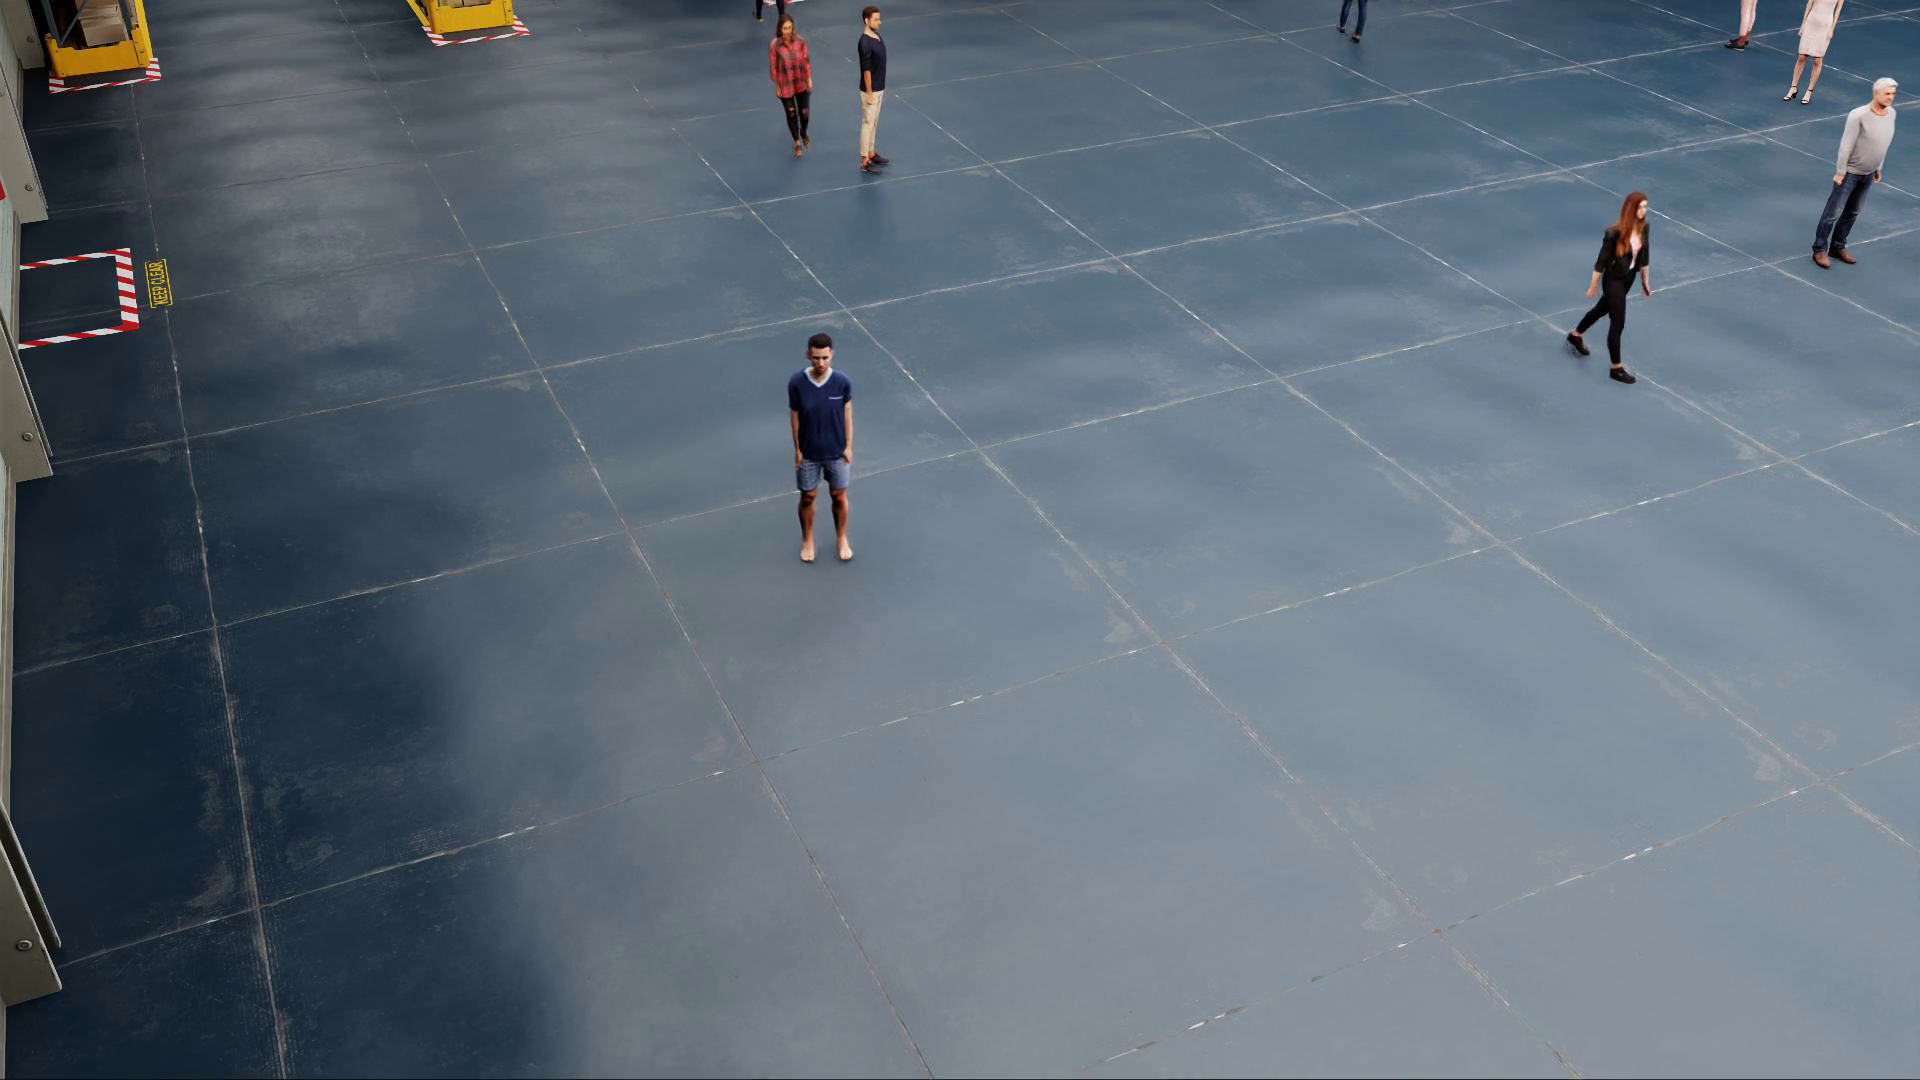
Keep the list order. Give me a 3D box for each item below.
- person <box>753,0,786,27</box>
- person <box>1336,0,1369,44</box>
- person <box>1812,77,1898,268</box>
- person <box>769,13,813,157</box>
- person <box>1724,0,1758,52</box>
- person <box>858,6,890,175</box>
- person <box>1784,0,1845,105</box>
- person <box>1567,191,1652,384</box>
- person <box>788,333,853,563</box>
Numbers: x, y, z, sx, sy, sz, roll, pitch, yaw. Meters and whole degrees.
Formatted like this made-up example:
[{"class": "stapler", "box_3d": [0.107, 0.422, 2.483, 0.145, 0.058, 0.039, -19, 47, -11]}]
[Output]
[{"class": "person", "box_3d": [-2.696, -8.081, 23.776, 0.602, 1.511, 1.052, -19, 37, -26]}, {"class": "person", "box_3d": [5.602, -7.798, 23.172, 0.823, 1.695, 1.020, -1, 33, -2]}, {"class": "person", "box_3d": [8.989, -3.705, 16.680, 0.743, 1.911, 0.643, -11, 35, -16]}, {"class": "person", "box_3d": [-1.957, -5.320, 19.376, 0.725, 1.680, 0.753, -7, 34, -10]}, {"class": "person", "box_3d": [10.949, -7.661, 22.937, 0.678, 1.721, 0.693, 25, 41, 33]}, {"class": "person", "box_3d": [-1.009, -5.145, 18.947, 0.776, 1.855, 0.686, 7, 34, 11]}, {"class": "person", "box_3d": [10.818, -6.435, 20.952, 0.560, 1.831, 0.696, 27, 42, 35]}, {"class": "person", "box_3d": [5.765, -2.313, 14.762, 0.632, 1.668, 1.153, -15, 36, -22]}, {"class": "person", "box_3d": [-1.000, -0.678, 12.091, 0.673, 1.841, 0.651, -2, 33, -3]}]
